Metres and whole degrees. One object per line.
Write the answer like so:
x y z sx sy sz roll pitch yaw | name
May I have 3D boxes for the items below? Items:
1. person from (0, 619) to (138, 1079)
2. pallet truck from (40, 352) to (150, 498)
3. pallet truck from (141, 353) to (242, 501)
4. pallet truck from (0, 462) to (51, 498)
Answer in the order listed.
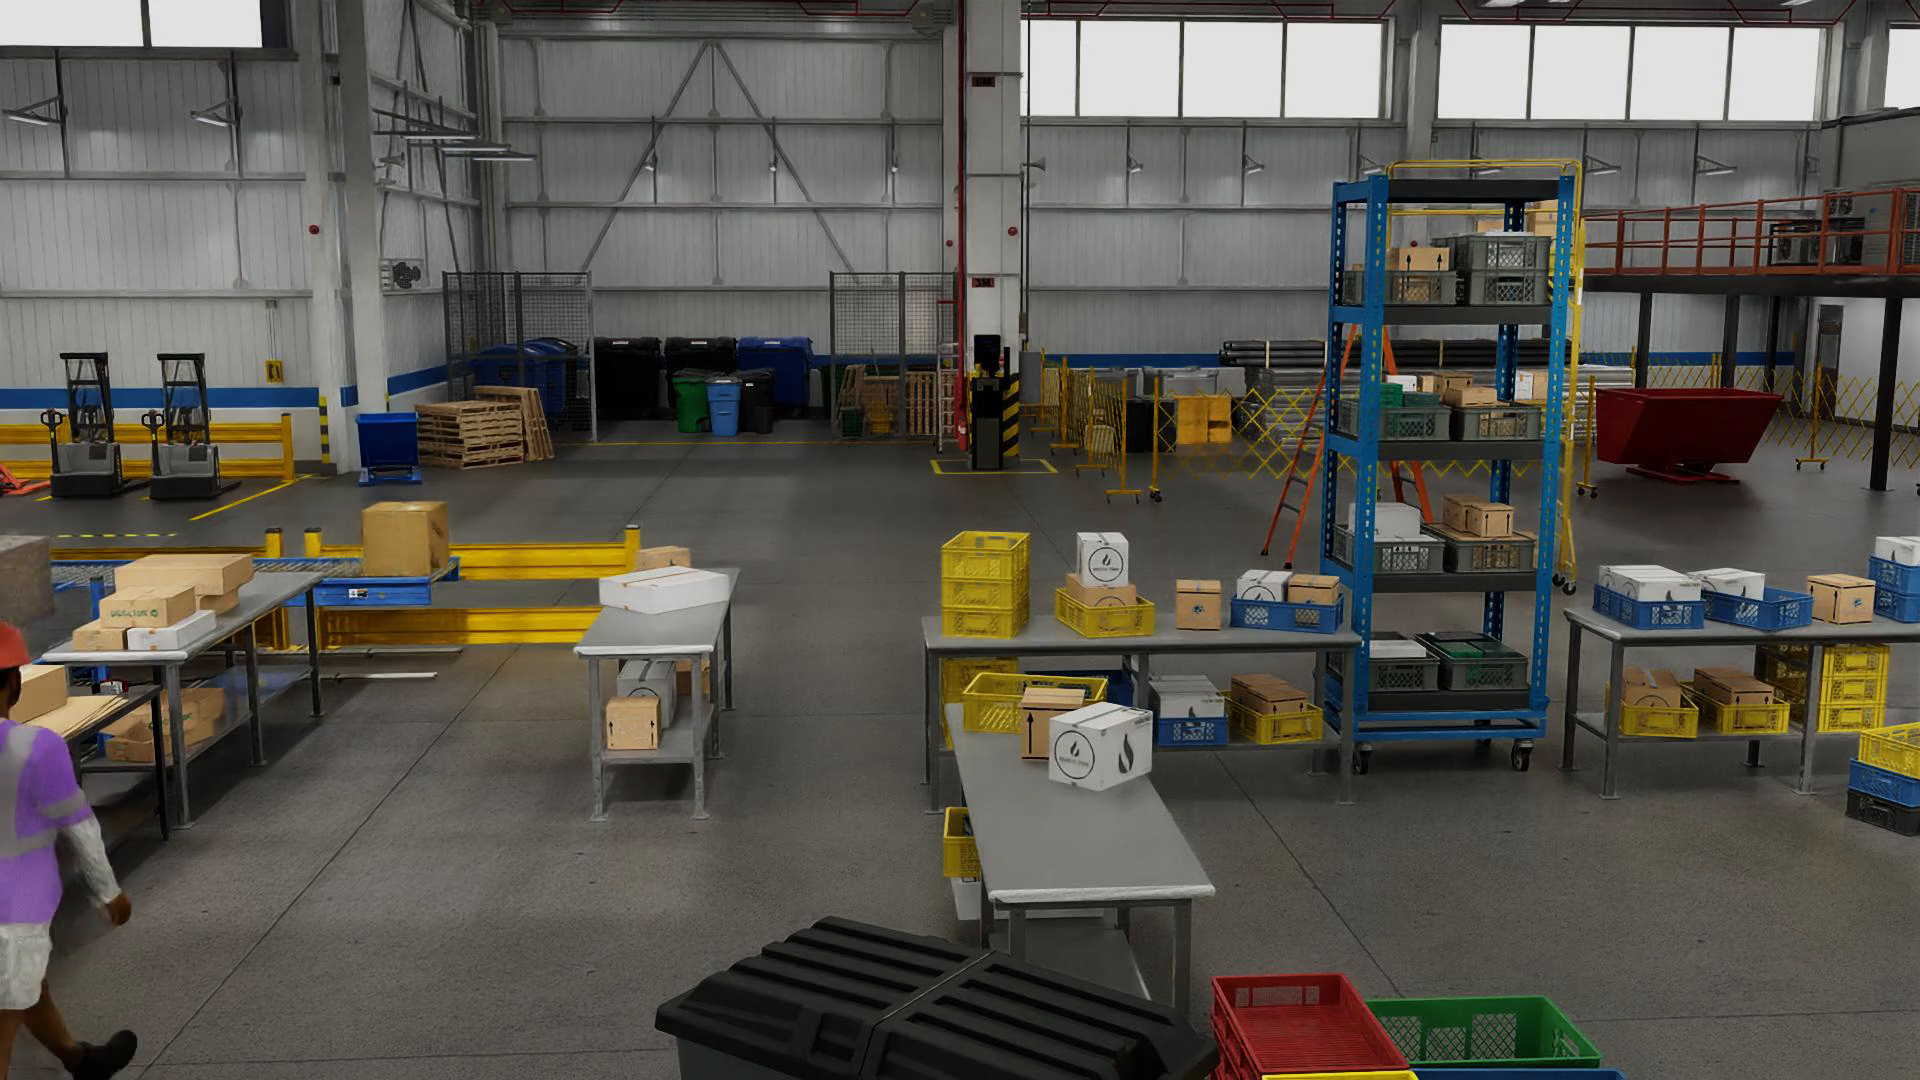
-3.181 1.192 5.698 0.560 1.879 1.015 2 9 14 | person
-11.907 -1.642 23.165 0.823 1.965 1.885 0 9 0 | pallet truck
-10.520 -1.604 22.925 0.823 1.965 1.885 -1 9 -6 | pallet truck
-13.193 -1.293 23.148 0.653 1.274 1.630 -1 9 -4 | pallet truck
